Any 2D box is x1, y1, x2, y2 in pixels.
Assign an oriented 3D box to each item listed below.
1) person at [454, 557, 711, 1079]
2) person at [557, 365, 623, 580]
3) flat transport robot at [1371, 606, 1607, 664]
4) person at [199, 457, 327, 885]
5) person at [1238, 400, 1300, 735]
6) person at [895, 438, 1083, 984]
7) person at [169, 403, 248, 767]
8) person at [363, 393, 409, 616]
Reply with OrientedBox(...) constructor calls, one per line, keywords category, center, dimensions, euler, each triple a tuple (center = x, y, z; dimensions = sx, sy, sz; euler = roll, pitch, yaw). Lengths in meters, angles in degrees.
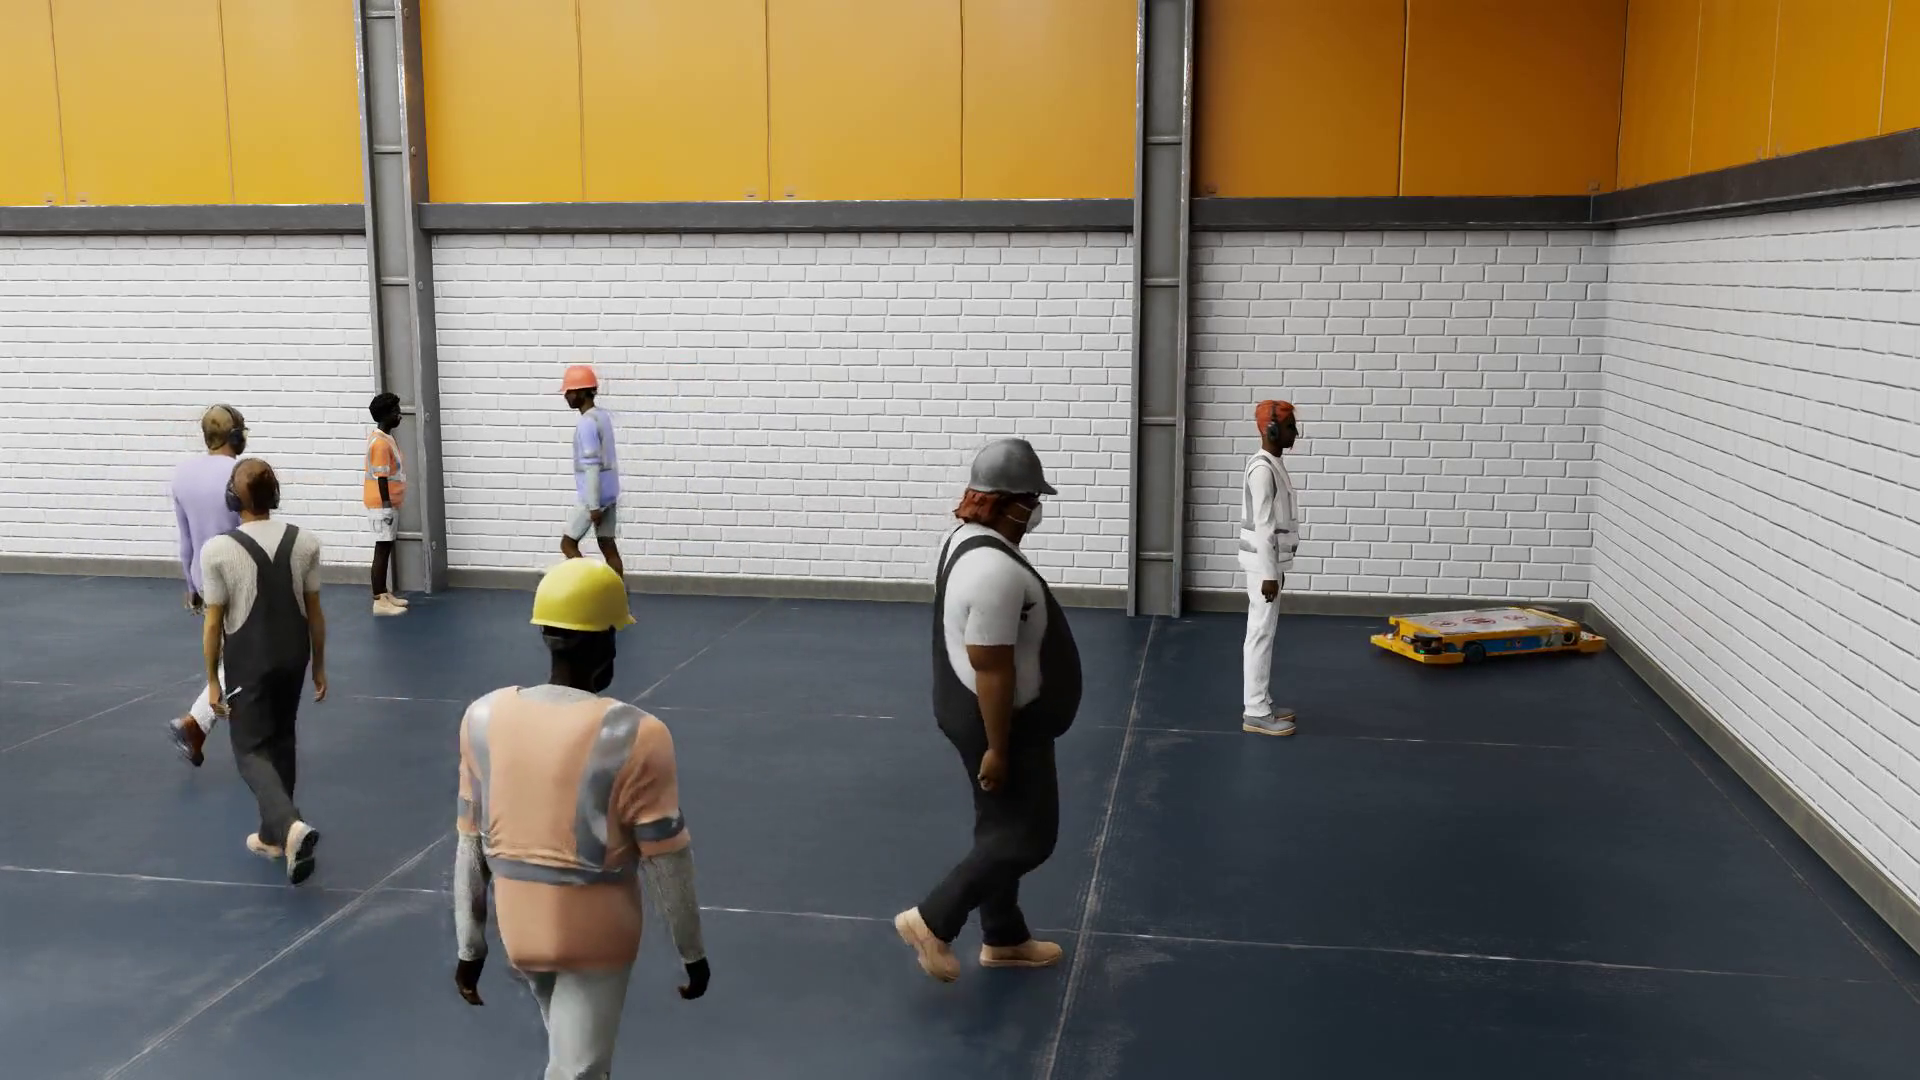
OrientedBox(category="person", center=(-0.930, 0.977, 4.303), dimensions=(0.611, 1.881, 0.941), euler=(4, 10, 23))
OrientedBox(category="person", center=(-2.754, -0.327, 12.261), dimensions=(0.623, 1.915, 0.569), euler=(1, 9, 4))
OrientedBox(category="flat transport robot", center=(3.607, 0.639, 11.351), dimensions=(1.431, 0.197, 0.652), euler=(-3, 10, -17))
OrientedBox(category="person", center=(-2.933, 0.558, 7.107), dimensions=(0.785, 1.821, 0.512), euler=(9, 13, 44))
OrientedBox(category="person", center=(1.758, 0.148, 9.420), dimensions=(0.355, 1.883, 0.576), euler=(2, 9, 12))
OrientedBox(category="person", center=(0.125, 0.621, 6.021), dimensions=(0.637, 2.000, 0.685), euler=(-2, 9, -11))
OrientedBox(category="person", center=(-3.881, 0.244, 8.736), dimensions=(0.633, 1.918, 0.778), euler=(4, 10, 24))
OrientedBox(category="person", center=(-4.357, -0.273, 12.621), dimensions=(0.321, 1.691, 0.532), euler=(-3, 10, -16))
